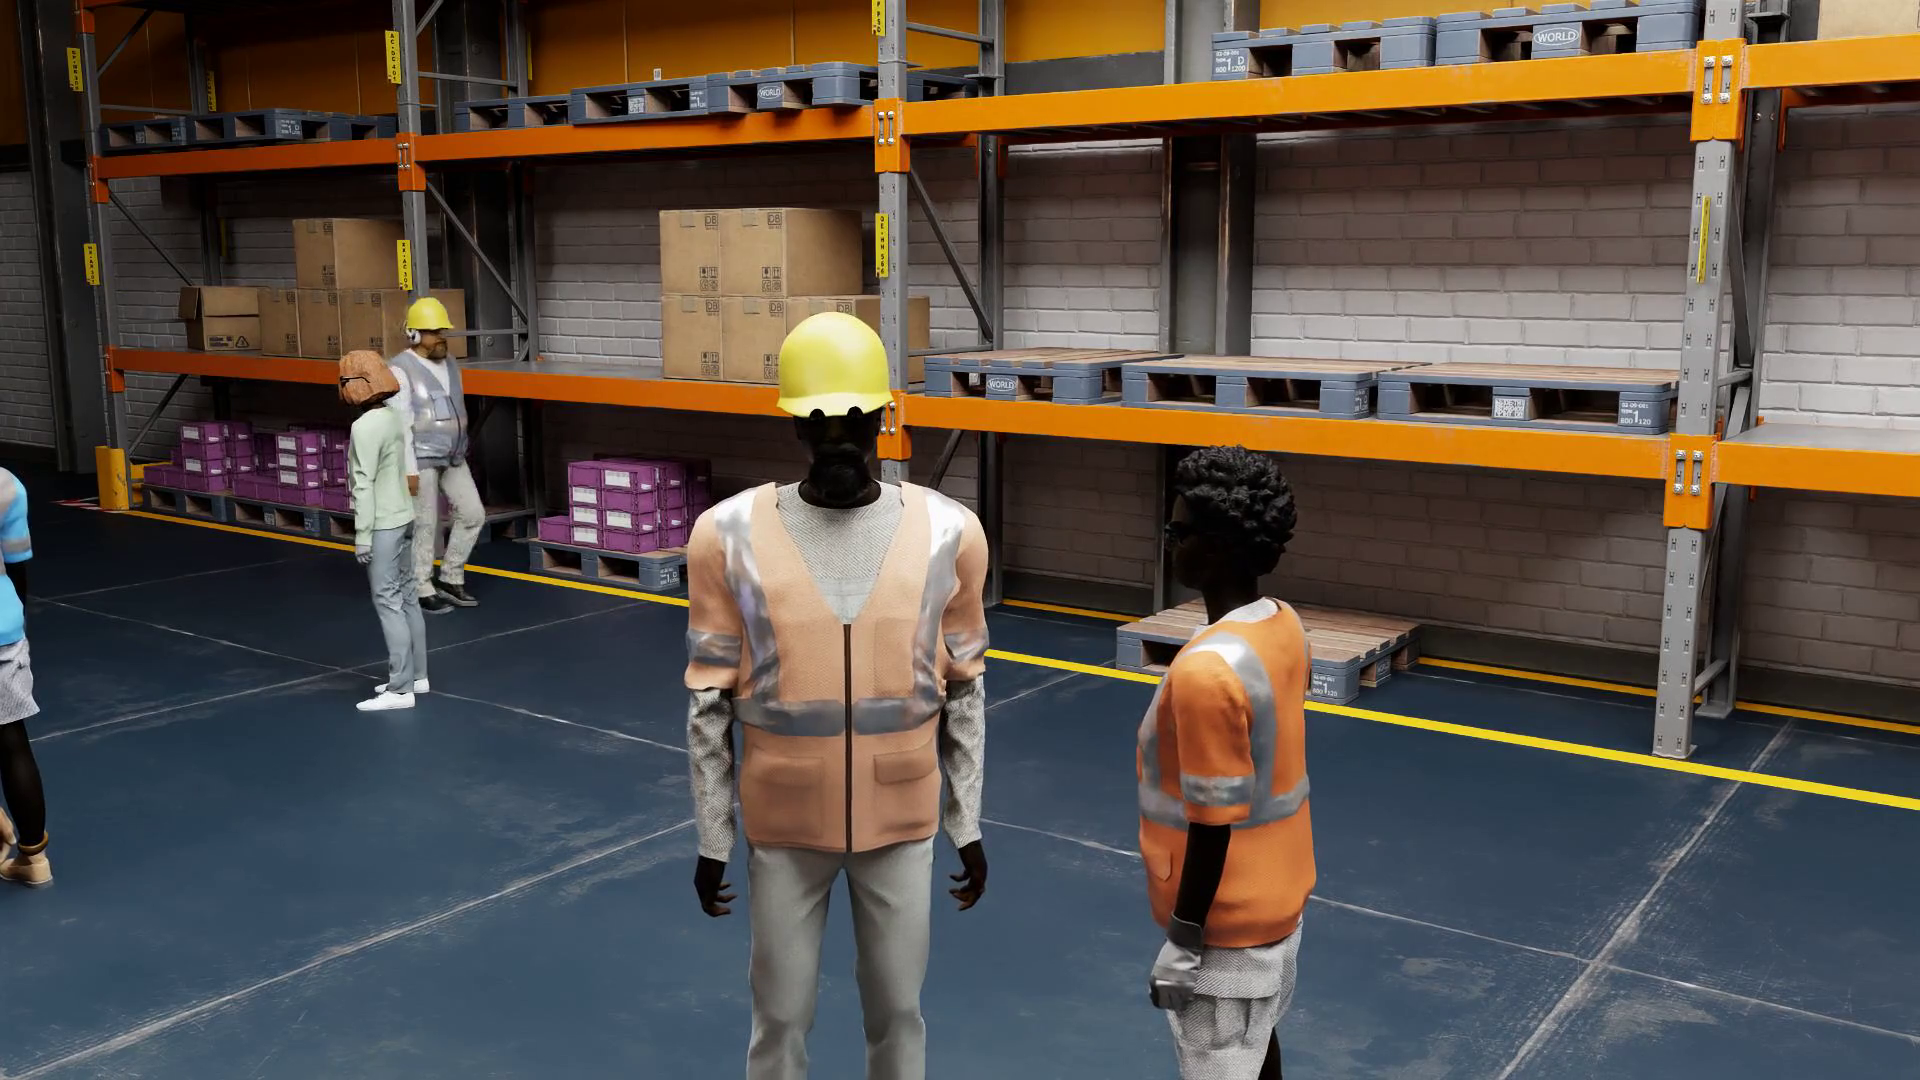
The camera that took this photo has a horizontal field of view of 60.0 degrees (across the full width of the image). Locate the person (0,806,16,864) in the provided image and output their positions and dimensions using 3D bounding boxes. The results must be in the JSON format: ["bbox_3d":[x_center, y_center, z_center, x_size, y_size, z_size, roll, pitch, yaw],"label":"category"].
[{"bbox_3d":[-2.089,0.537,3.145,0.368,1.939,0.632,3,10,17],"label":"person"}]

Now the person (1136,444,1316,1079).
[{"bbox_3d":[0.484,0.670,3.071,0.319,1.696,0.532,4,10,22],"label":"person"}]

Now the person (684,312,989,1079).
[{"bbox_3d":[-0.229,0.529,3.227,0.592,1.926,0.366,-2,10,-10],"label":"person"}]

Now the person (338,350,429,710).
[{"bbox_3d":[-2.632,-0.046,7.559,0.288,1.626,0.497,-1,10,-3],"label":"person"}]

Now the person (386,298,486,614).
[{"bbox_3d":[-2.981,-0.468,9.494,0.496,1.811,0.616,4,10,22],"label":"person"}]

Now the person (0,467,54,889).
[{"bbox_3d":[-3.144,0.320,5.186,0.322,1.690,0.533,6,11,32],"label":"person"}]
